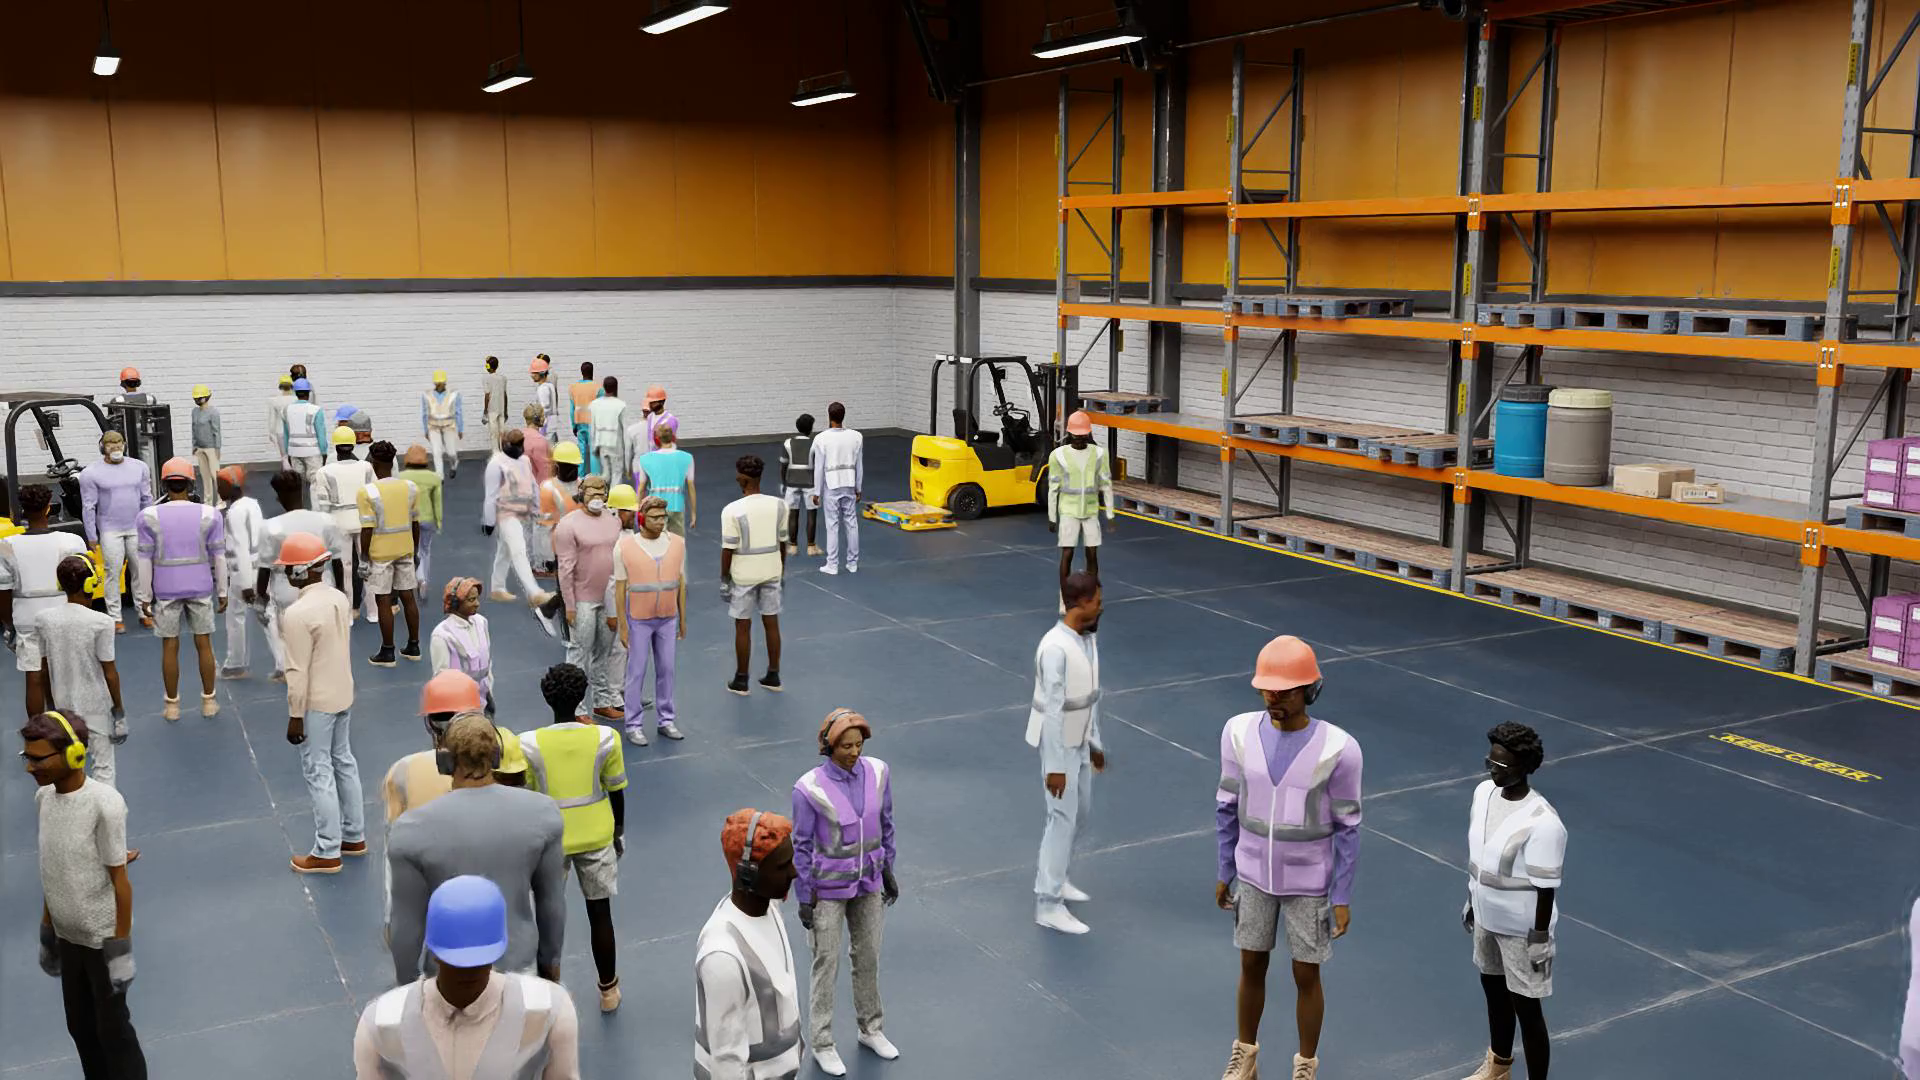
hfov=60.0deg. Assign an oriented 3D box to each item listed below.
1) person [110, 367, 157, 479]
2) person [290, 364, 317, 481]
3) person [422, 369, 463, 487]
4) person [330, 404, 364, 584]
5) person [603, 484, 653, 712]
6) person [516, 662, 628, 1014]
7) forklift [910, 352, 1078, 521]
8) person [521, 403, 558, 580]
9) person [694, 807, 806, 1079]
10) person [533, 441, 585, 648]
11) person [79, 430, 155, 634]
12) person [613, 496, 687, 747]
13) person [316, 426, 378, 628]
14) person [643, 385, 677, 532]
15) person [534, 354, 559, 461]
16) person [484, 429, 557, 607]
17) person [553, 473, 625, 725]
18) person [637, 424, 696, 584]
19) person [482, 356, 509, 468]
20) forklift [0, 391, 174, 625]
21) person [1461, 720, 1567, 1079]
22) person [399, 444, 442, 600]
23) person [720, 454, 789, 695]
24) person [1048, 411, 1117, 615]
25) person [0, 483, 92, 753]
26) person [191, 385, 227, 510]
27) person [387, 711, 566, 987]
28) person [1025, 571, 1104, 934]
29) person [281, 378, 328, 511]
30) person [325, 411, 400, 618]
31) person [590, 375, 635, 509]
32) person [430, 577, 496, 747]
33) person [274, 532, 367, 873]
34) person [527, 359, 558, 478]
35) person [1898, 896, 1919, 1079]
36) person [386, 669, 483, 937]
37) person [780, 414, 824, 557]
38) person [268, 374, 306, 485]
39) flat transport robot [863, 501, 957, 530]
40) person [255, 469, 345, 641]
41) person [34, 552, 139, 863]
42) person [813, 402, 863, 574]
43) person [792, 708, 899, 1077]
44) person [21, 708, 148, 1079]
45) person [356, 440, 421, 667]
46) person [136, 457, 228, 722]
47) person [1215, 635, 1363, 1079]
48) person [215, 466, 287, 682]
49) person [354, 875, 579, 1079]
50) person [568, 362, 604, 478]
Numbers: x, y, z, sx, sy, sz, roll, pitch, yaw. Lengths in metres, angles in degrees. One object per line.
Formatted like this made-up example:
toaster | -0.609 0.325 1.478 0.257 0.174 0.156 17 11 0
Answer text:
person | -11.085 -1.304 22.362 0.378 2.045 0.605 9 13 41
person | -10.273 -1.833 26.025 0.429 1.837 0.624 -6 11 -30
person | -7.924 -1.729 25.485 0.596 1.806 0.603 -2 10 -11
person | -6.556 -0.492 17.964 0.605 1.948 0.391 9 13 40
person | -2.610 0.468 12.810 0.403 1.818 0.606 1 10 6
person | -1.817 1.410 7.784 0.547 1.685 0.322 -4 11 -23
forklift | 0.460 -1.461 22.833 2.313 2.155 1.214 -5 11 -28
person | -4.628 -0.531 18.213 0.372 1.940 0.631 -7 12 -37
person | -0.657 1.752 5.222 0.337 1.883 0.584 1 10 4
person | -3.599 0.043 14.987 0.601 1.906 0.614 4 11 21
person | -7.903 -0.079 15.658 0.379 1.929 0.636 9 13 42
person | -2.255 0.580 12.126 0.560 1.838 0.378 -7 12 -36
person | -5.833 -0.124 15.902 0.585 1.928 0.370 -7 12 -36
person | -3.747 -0.964 20.740 0.388 1.930 0.545 -10 14 -44
person | -6.994 -2.205 28.051 0.319 1.870 0.532 6 12 31
person | -4.458 -0.229 16.878 0.920 1.794 0.636 2 10 14
person | -2.761 0.455 12.548 0.379 1.937 0.629 7 12 34
person | -3.061 -0.313 17.300 0.595 1.810 0.736 -3 10 -17
person | -7.686 -2.107 27.487 0.315 1.869 0.526 6 12 33
forklift | -9.026 -0.363 16.508 1.214 2.155 2.313 6 11 29
person | 2.266 1.566 6.869 0.321 1.693 0.539 -3 10 -16
person | -5.591 -0.185 17.180 0.523 1.607 0.737 -6 12 -31
person | -1.671 0.281 13.472 0.606 1.965 0.393 -7 12 -34
person | 1.206 -0.264 16.424 0.656 2.030 0.410 -2 10 -9
person | -6.462 0.572 11.784 0.607 1.966 0.367 -4 11 -22
person | -10.431 -1.273 23.016 0.531 1.761 0.339 6 11 29
person | -1.759 1.577 6.115 0.636 1.931 0.377 -6 11 -29
person | 0.557 1.107 8.906 0.407 1.911 0.645 4 11 23
person | -8.550 -1.144 21.757 0.612 1.937 0.418 2 10 13
person | -5.852 -0.258 16.346 0.684 2.000 0.538 -4 11 -22
person | -4.738 -1.282 22.642 0.612 1.908 0.434 5 11 26
person | -3.036 1.026 10.153 0.322 1.629 0.516 3 10 16
person | -3.732 0.935 9.660 0.402 1.987 0.608 1 10 4
person | -6.058 -1.613 24.176 0.403 2.035 0.606 -1 10 -5
person | 3.445 1.703 5.561 0.658 1.871 0.911 -2 10 -14
person | -2.069 1.468 6.871 0.546 1.889 0.980 4 10 20
person | -1.845 -0.642 19.580 0.549 1.687 0.319 2 10 11
person | -10.095 -1.615 24.986 0.533 1.754 0.357 -5 11 -27
flat transport robot | -0.670 -0.334 21.876 0.652 0.197 1.431 -5 11 -29
person | -5.022 0.424 12.727 0.652 1.933 0.493 -8 13 -39
person | -5.067 0.999 9.635 0.506 1.864 0.332 2 10 9
person | -1.351 -0.574 18.525 0.587 1.918 0.392 -5 11 -28
person | -0.508 1.523 7.278 0.524 1.631 0.319 -8 13 -39
person | -3.393 1.554 6.453 0.523 1.858 0.336 6 11 29
person | -4.952 0.113 14.427 0.361 1.964 0.614 7 12 35
person | -5.937 0.377 12.733 0.612 2.030 0.404 -5 11 -28
person | 1.329 1.389 6.855 0.609 2.044 0.394 6 12 31
person | -5.902 0.292 13.780 0.791 1.844 0.634 1 10 4
person | -1.359 1.837 4.609 0.643 1.934 0.427 -1 10 -7
person | -5.677 -1.758 25.372 0.587 1.911 0.397 3 10 19
